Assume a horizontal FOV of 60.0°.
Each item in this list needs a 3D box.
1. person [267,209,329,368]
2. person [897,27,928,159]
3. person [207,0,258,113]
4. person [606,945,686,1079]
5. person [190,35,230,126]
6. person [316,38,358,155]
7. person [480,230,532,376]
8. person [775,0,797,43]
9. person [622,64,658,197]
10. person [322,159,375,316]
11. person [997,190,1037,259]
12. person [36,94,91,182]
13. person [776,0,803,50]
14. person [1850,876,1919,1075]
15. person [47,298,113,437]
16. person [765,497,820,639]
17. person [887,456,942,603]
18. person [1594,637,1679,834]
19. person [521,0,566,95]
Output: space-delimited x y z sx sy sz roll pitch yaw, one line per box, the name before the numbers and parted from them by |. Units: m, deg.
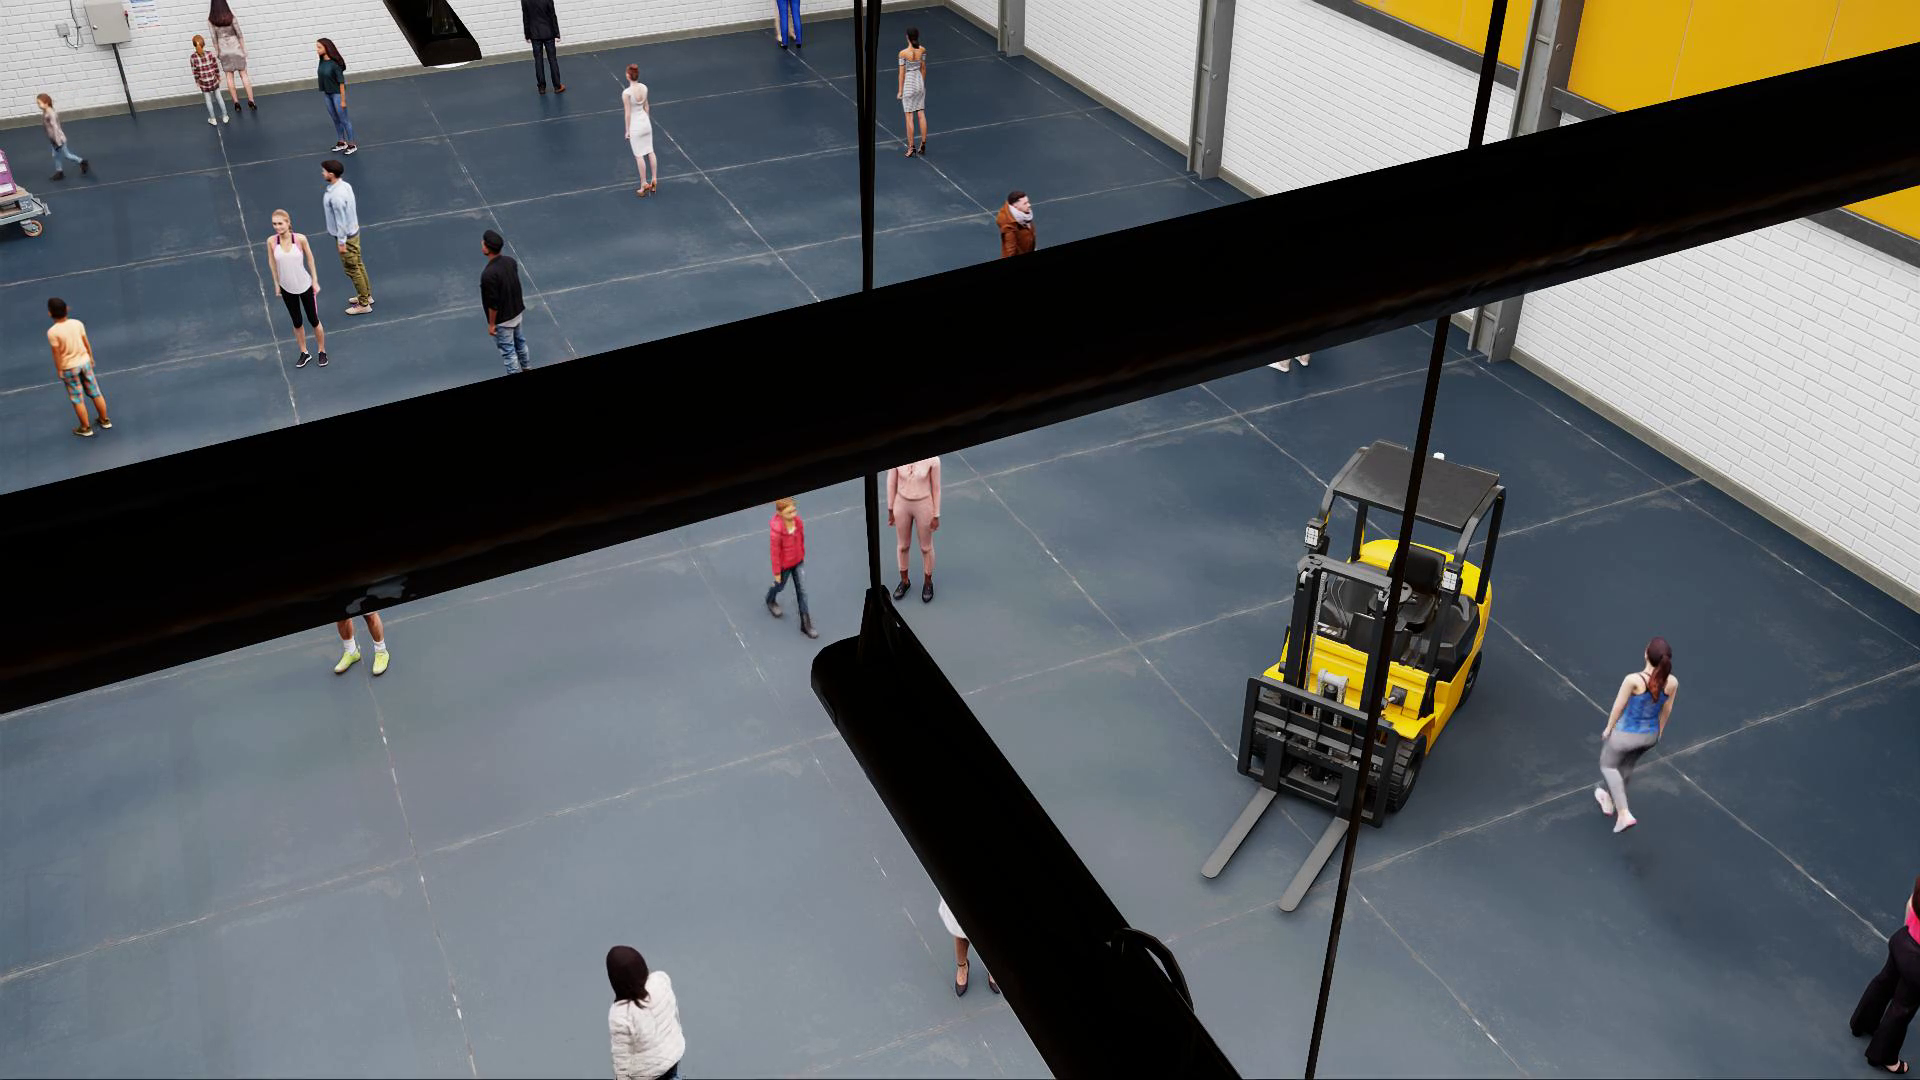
person | -7.138 -2.722 17.922 0.677 1.787 0.628 -4 34 -6
person | -0.648 -6.253 23.203 0.629 1.822 0.567 -20 38 -27
person | -10.863 -7.258 24.783 0.628 1.746 0.566 -8 34 -12
person | -1.708 2.976 9.506 0.977 1.615 0.847 25 41 32
person | -11.053 -6.773 24.451 0.557 1.306 0.565 -20 39 -28
person | -8.788 -6.258 23.395 0.682 1.617 0.767 21 39 28
person | -4.746 -2.380 17.383 0.835 1.815 0.775 12 35 17
person | -2.950 -9.203 27.752 0.631 1.699 0.584 -18 38 -25
person | -4.232 -5.422 21.981 0.614 1.791 0.628 26 41 33
person | -7.016 -3.486 19.048 0.796 1.812 0.611 -5 34 -7
person | 0.608 -2.958 18.232 0.901 1.837 0.816 4 34 6
person | -12.243 -5.486 22.627 0.712 1.181 0.792 -28 43 -35
person | -2.824 -8.966 27.394 0.641 1.701 0.588 -10 35 -14
person | 5.828 2.539 10.121 0.720 1.660 0.617 4 34 6
person | -8.906 -1.760 16.771 0.628 1.460 0.603 19 38 26
person | -1.491 0.181 14.005 0.664 1.289 0.966 -24 41 -32
person | -0.388 -0.254 14.268 0.700 1.721 0.726 6 34 9
person | 4.824 1.427 11.855 0.758 1.593 0.947 -3 34 -4
person | -6.407 -7.752 25.479 0.769 1.799 0.713 -2 34 -3
